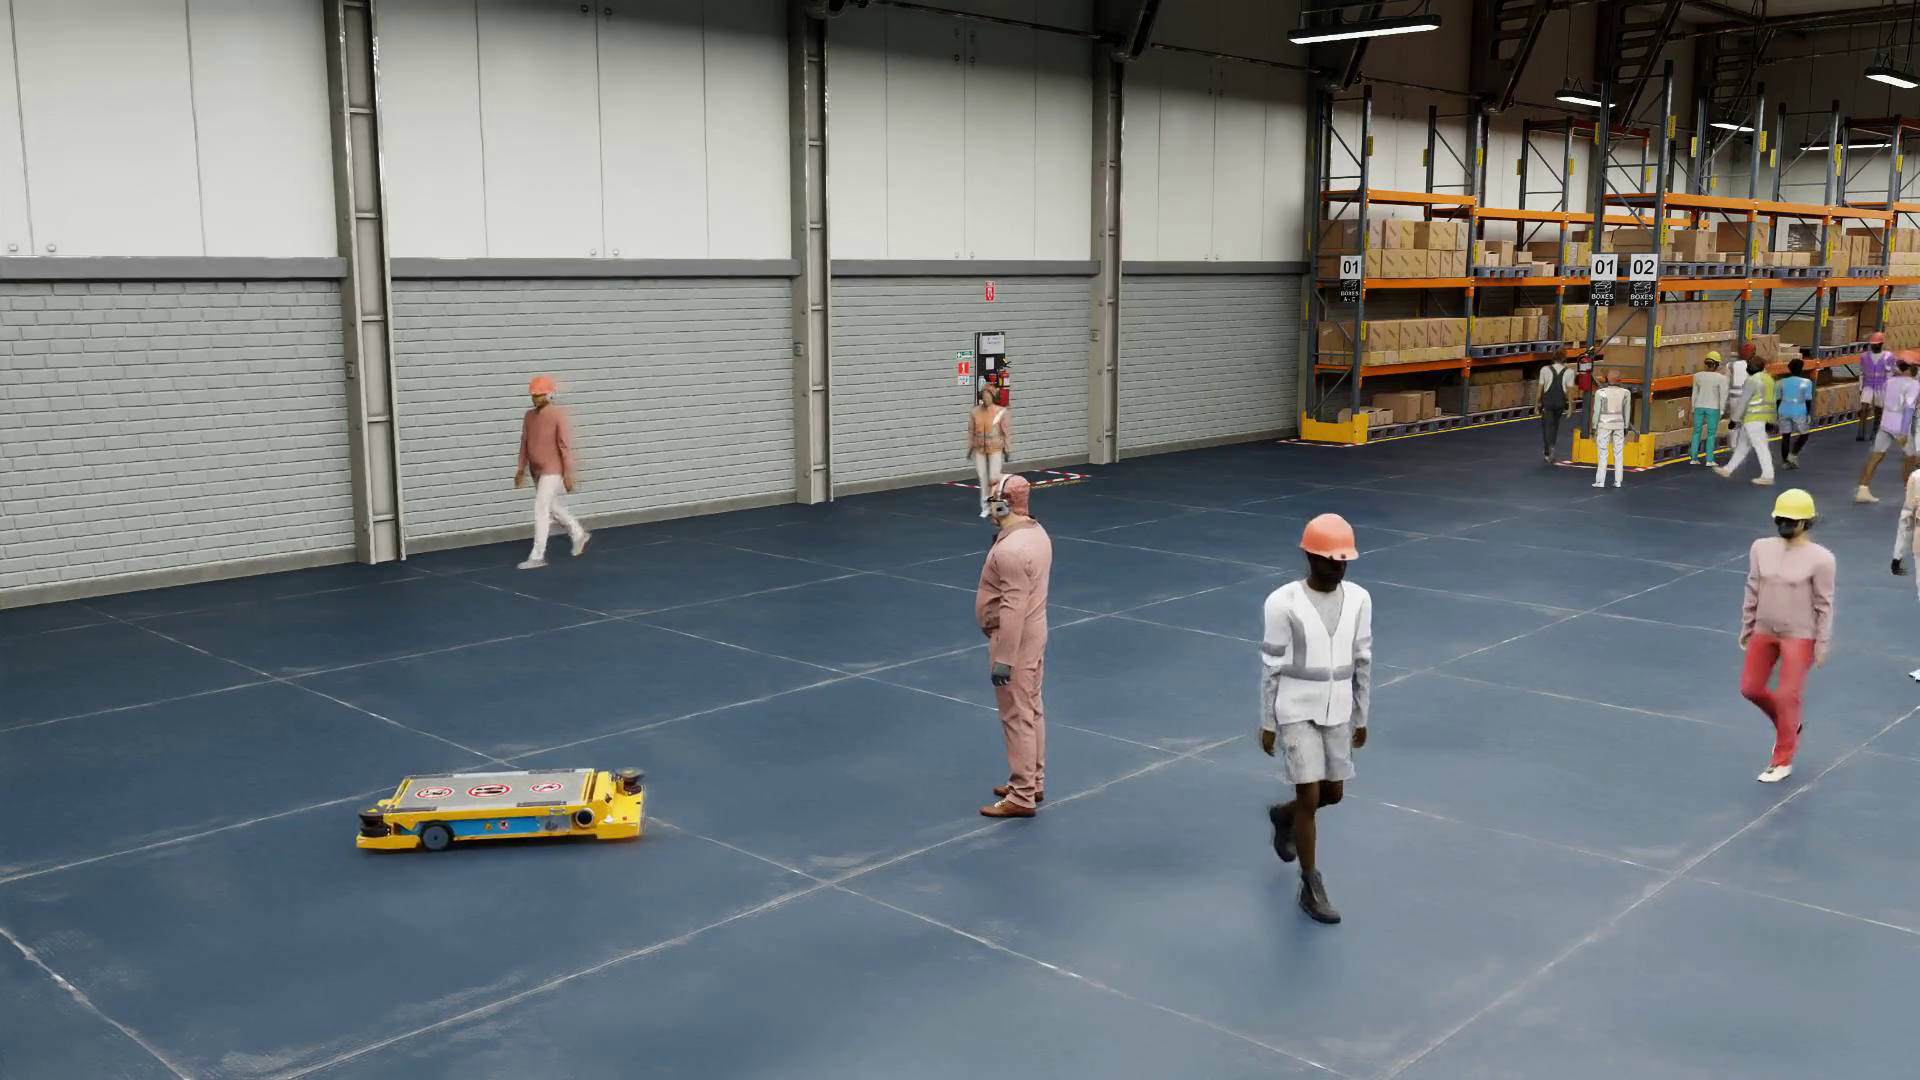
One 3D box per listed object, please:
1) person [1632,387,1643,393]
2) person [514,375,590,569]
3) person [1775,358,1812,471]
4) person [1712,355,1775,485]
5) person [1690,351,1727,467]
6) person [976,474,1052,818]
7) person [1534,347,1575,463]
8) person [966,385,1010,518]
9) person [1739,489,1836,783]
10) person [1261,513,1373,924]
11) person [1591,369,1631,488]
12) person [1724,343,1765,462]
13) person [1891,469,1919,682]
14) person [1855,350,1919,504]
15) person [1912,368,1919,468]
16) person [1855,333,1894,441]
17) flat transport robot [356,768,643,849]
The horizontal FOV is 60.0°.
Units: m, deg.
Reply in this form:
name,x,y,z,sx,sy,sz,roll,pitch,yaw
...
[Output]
name,x,y,z,sx,sy,sz,roll,pitch,yaw
person,13.545,-3.252,33.010,0.330,1.767,0.528,-9,13,-44
person,-4.173,-0.723,17.030,0.606,1.968,0.949,8,12,39
person,12.399,-1.865,24.756,0.353,1.687,0.553,-8,12,-39
person,11.101,-1.697,23.430,0.642,1.789,0.958,-9,13,-43
person,11.428,-1.998,25.398,0.339,1.757,0.518,-9,13,-42
person,0.284,0.582,9.223,0.400,1.905,0.645,3,10,16
person,9.202,-2.078,25.752,0.562,1.801,0.793,2,9,10
person,0.336,-1.065,20.130,0.523,1.623,0.366,4,10,22
person,4.909,0.554,9.848,0.472,1.752,0.536,-6,11,-32
person,1.662,0.792,7.946,0.549,1.912,0.770,-3,10,-17
person,8.937,-1.521,22.853,0.524,1.636,0.308,0,9,-2
person,12.251,-2.144,25.953,0.603,1.862,0.599,8,13,42
person,7.098,0.097,12.150,0.569,1.906,0.624,-3,10,-20
person,12.024,-1.438,21.321,1.110,1.975,0.618,-2,9,-11
person,14.736,-1.993,25.221,0.631,1.817,0.856,8,12,40
person,15.913,-2.650,28.971,0.549,1.893,0.920,7,12,37
flat transport robot,-2.451,1.437,8.976,1.431,0.197,0.652,-1,9,-8
